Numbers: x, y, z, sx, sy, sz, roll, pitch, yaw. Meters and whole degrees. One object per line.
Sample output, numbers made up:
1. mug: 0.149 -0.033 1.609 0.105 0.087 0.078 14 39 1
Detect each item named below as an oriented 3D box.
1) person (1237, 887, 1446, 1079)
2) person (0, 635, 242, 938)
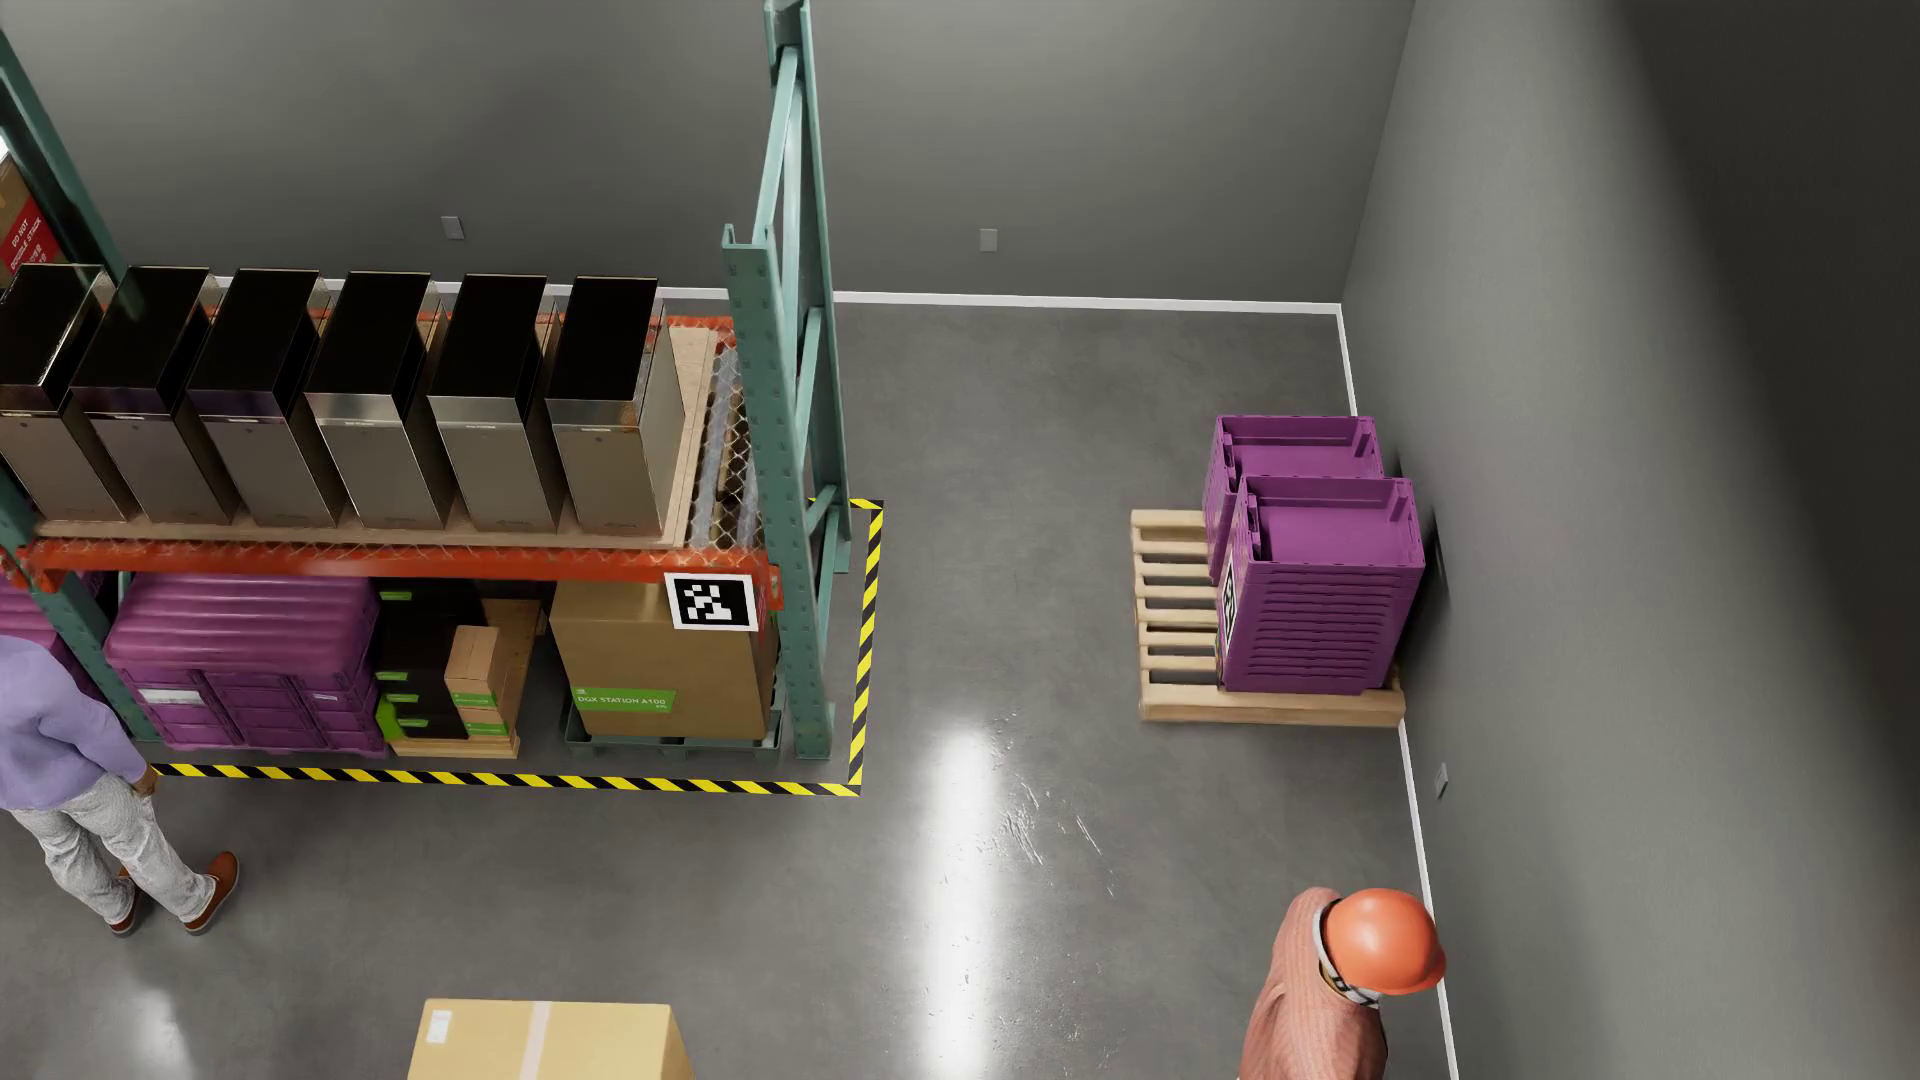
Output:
1. person: 0.942 1.467 4.512 0.387 1.989 0.608 2 52 1
2. person: -2.817 0.695 5.150 0.629 1.940 0.373 2 52 1
